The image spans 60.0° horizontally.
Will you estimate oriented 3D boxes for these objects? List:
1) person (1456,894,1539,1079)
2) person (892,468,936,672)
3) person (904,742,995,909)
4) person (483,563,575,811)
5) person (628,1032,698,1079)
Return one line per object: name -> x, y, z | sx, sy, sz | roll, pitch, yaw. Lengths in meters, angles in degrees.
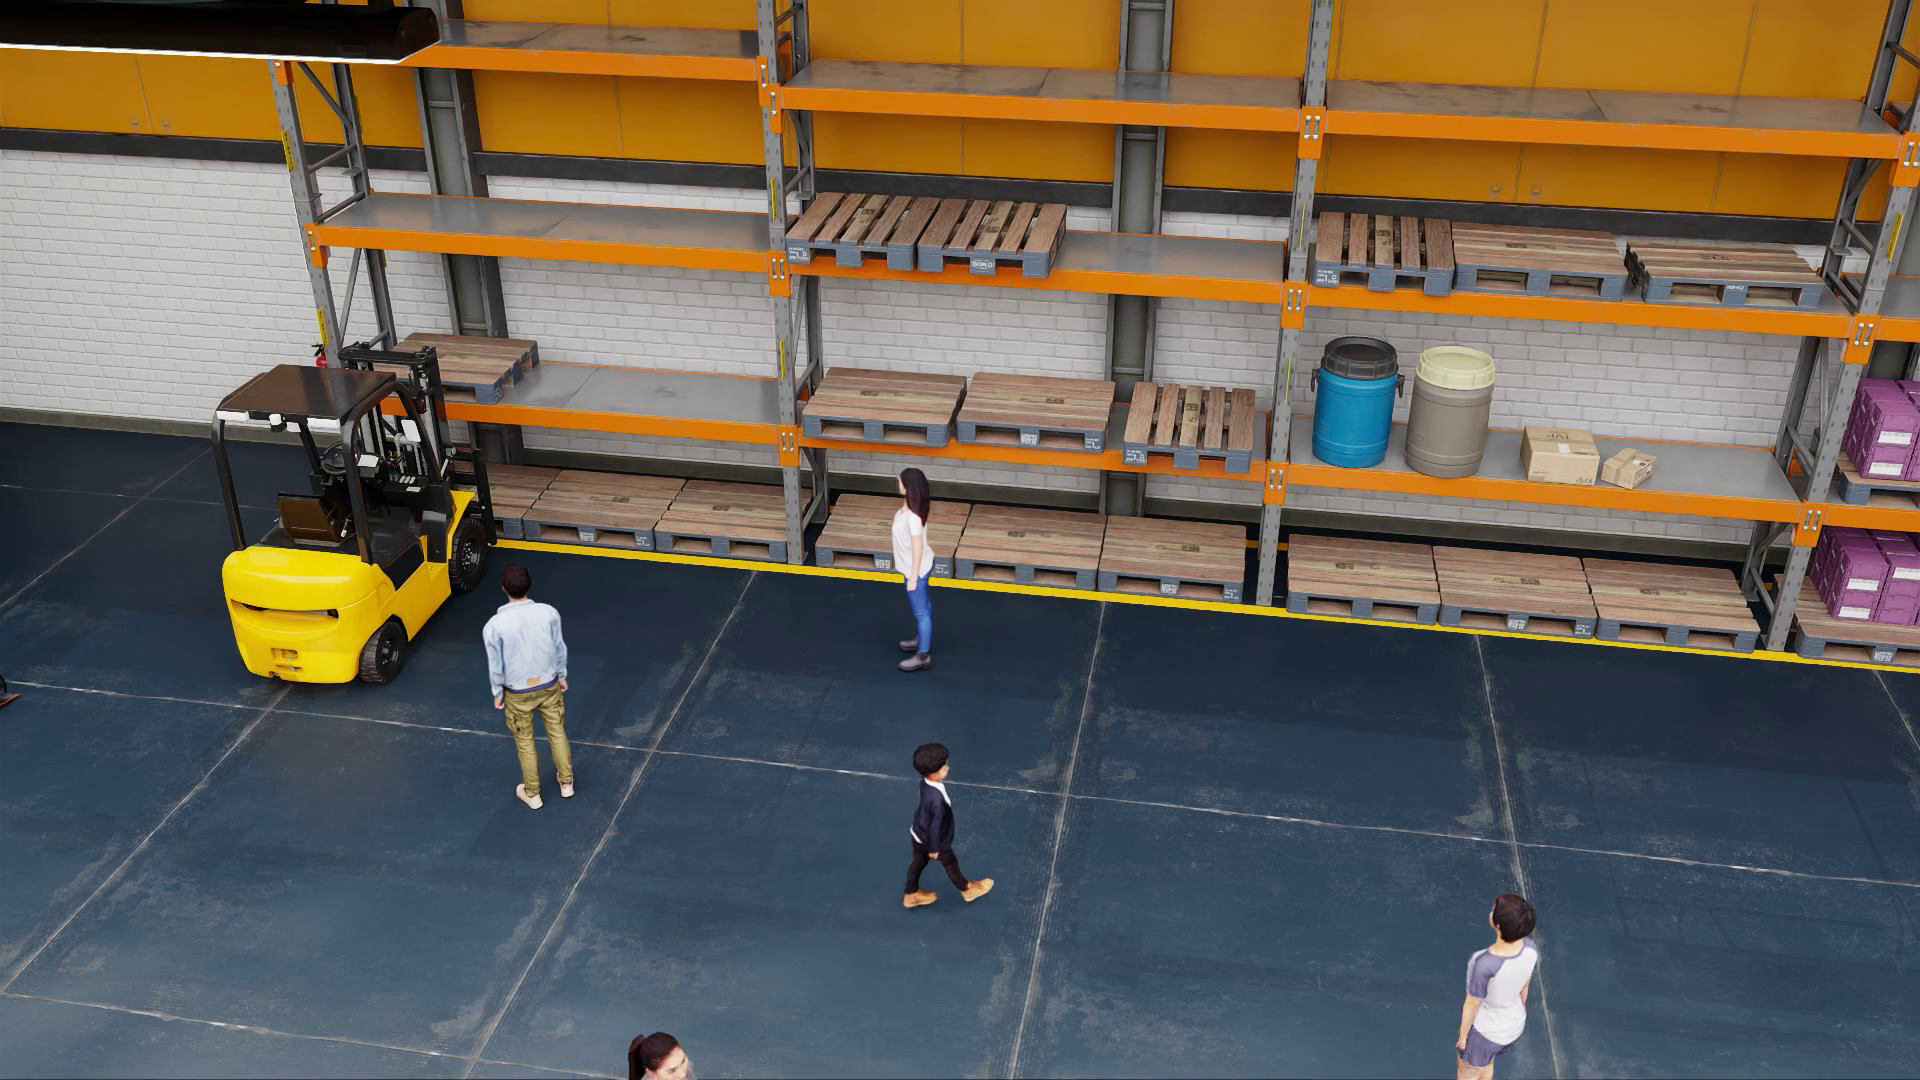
person -> 2.785, 2.509, 8.549 | 0.896, 1.548, 0.921 | -14, 32, -24
person -> -0.319, 0.219, 12.604 | 0.563, 1.684, 0.620 | 1, 29, 2
person -> -0.228, 1.785, 10.236 | 0.871, 1.203, 0.714 | -7, 29, -13
person -> -2.863, 0.970, 11.095 | 0.743, 1.811, 0.817 | -17, 33, -28
person -> -1.440, 2.889, 7.743 | 1.019, 1.653, 0.816 | 12, 31, 21
